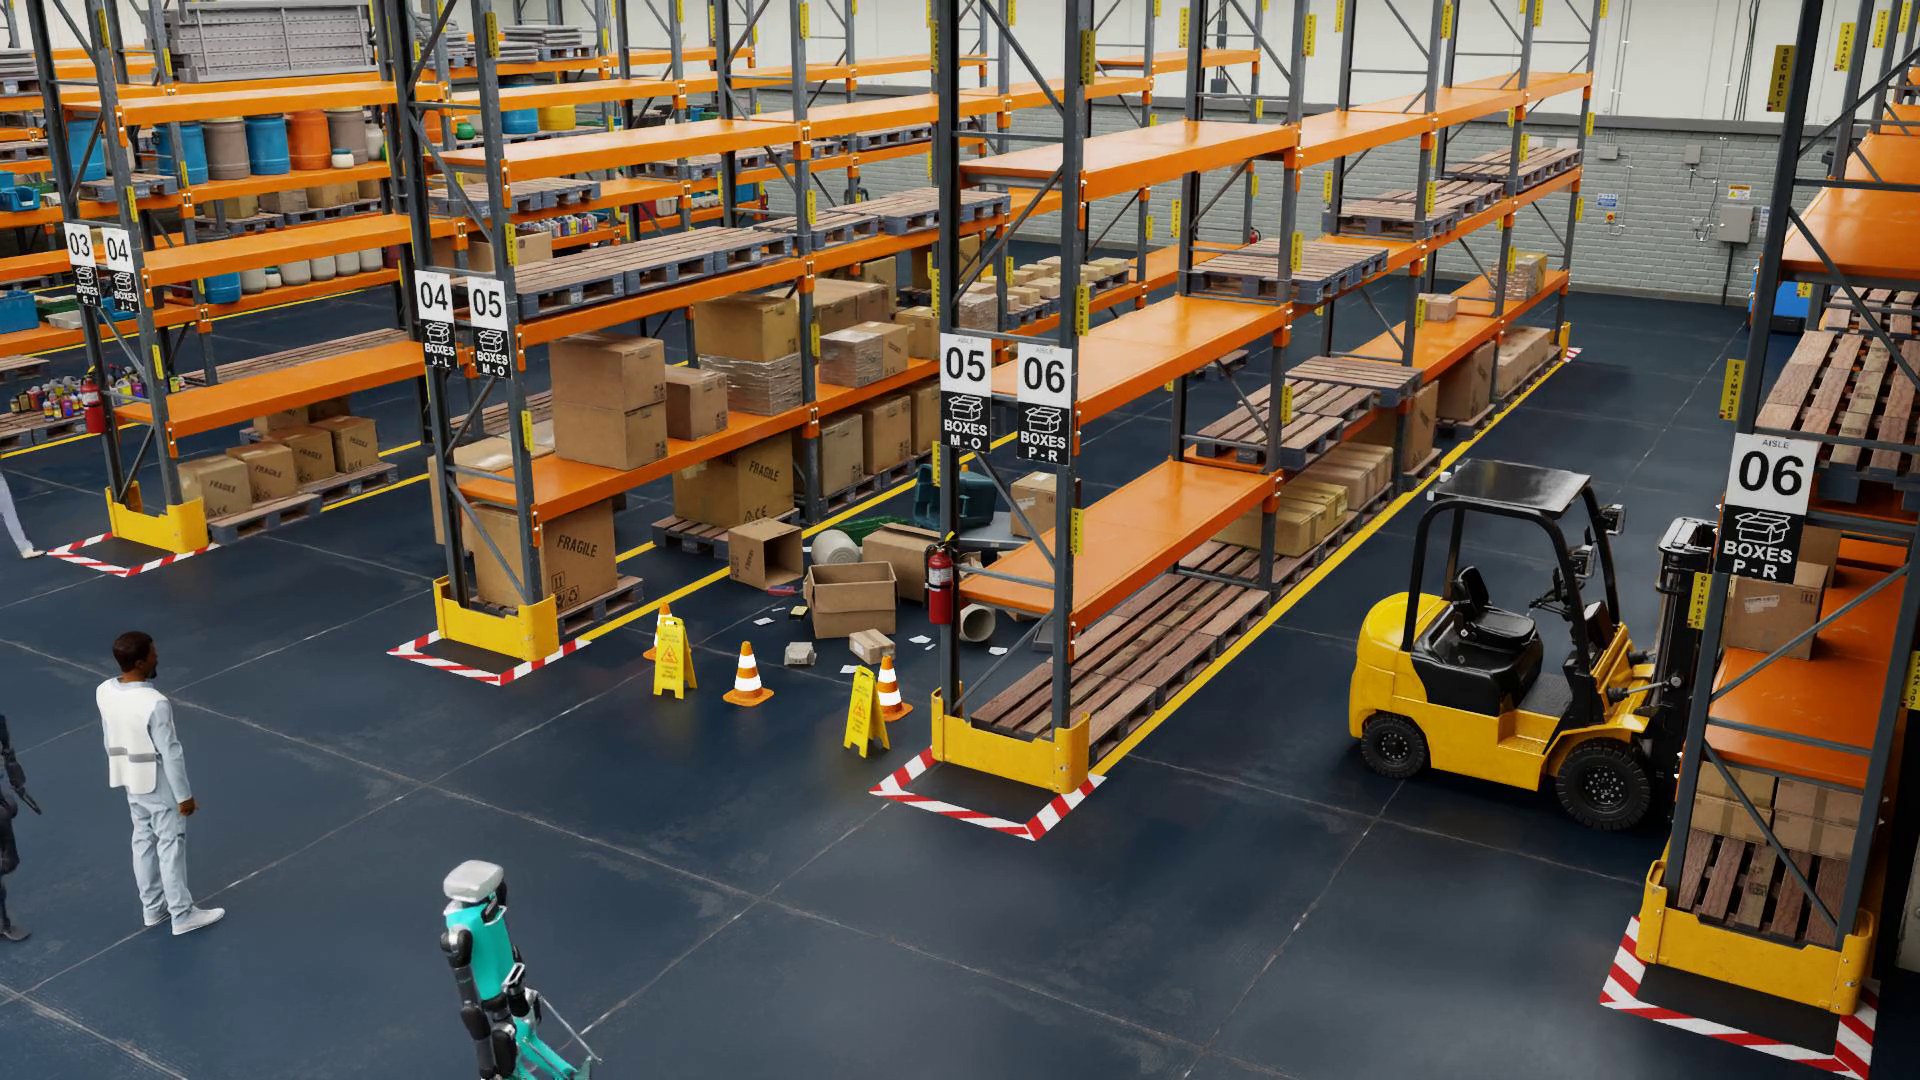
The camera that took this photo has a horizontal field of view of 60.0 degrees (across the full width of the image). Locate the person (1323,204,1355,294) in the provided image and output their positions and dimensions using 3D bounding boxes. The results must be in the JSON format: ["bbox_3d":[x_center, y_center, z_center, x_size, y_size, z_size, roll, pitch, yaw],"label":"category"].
[{"bbox_3d":[6.613,-5.129,29.311,0.819,1.657,0.548,13,23,33],"label":"person"}]

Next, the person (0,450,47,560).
[{"bbox_3d":[-9.509,-0.608,16.191,1.000,1.681,0.542,7,20,20],"label":"person"}]

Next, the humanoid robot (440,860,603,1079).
[{"bbox_3d":[-1.954,2.291,7.671,0.694,1.737,0.530,2,19,5],"label":"humanoid robot"}]

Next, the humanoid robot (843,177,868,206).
[{"bbox_3d":[-2.068,-6.423,33.034,0.601,1.648,0.365,-10,21,-26],"label":"humanoid robot"}]

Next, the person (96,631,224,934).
[{"bbox_3d":[-4.813,1.448,9.908,0.595,1.918,0.385,10,21,27],"label":"person"}]

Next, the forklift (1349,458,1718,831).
[{"bbox_3d":[3.988,0.658,11.776,2.313,2.155,1.214,11,22,29],"label":"forklift"}]

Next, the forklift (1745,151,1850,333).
[{"bbox_3d":[13.620,-4.667,26.137,1.873,2.768,1.129,11,22,29],"label":"forklift"}]

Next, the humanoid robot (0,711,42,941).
[{"bbox_3d":[-5.885,1.576,9.938,0.675,1.636,0.599,7,20,18],"label":"humanoid robot"}]

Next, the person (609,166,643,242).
[{"bbox_3d":[-7.051,-7.053,34.732,0.877,1.753,0.501,14,24,35],"label":"person"}]
